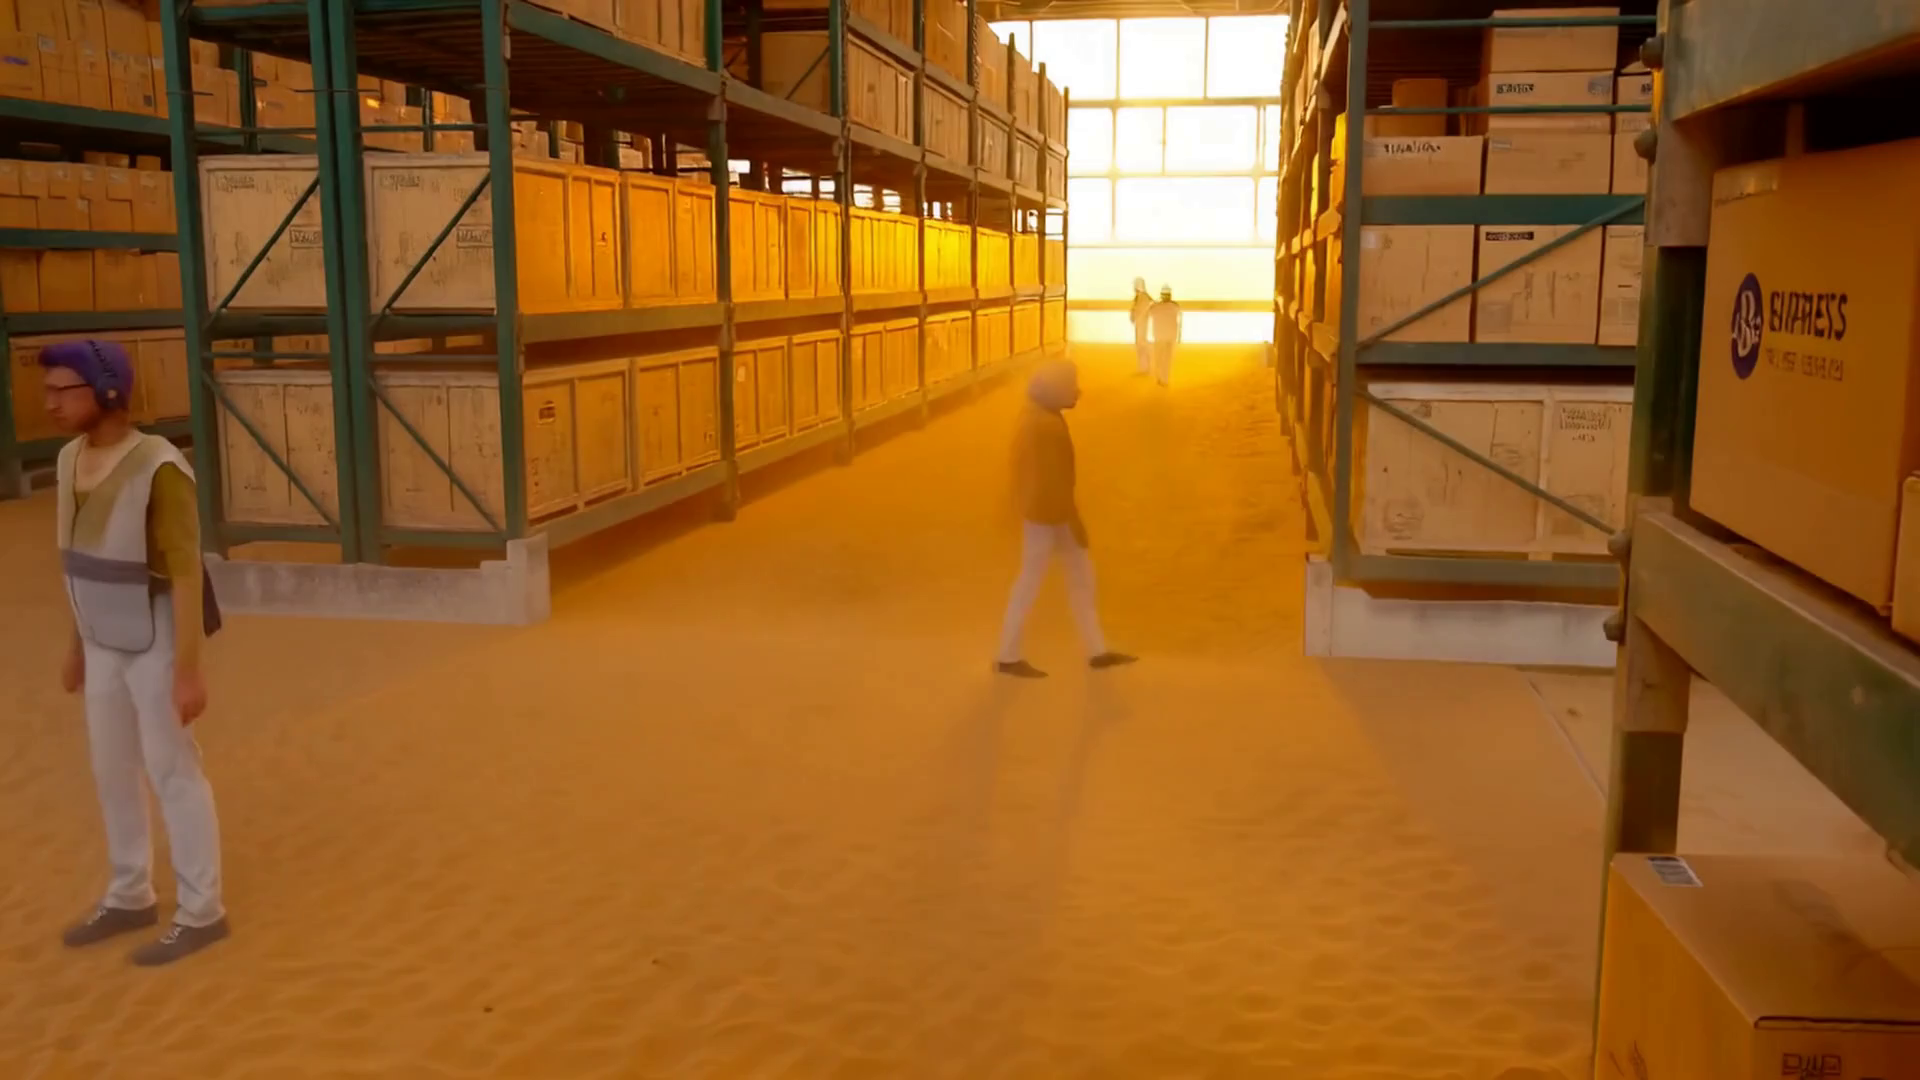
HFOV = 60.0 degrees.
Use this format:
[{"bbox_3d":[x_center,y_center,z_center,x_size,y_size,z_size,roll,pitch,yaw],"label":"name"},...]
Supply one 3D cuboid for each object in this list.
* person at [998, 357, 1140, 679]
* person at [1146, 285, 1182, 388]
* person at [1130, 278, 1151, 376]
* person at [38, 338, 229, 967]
[{"bbox_3d":[0.548,-0.088,8.194,0.788,1.603,0.508,1,9,9],"label":"person"},{"bbox_3d":[3.603,-3.570,29.210,0.599,1.789,0.908,3,10,16],"label":"person"},{"bbox_3d":[3.519,-4.170,32.573,0.400,1.910,0.643,3,10,18],"label":"person"},{"bbox_3d":[-2.431,0.319,4.936,0.592,1.838,0.410,6,11,32],"label":"person"}]
